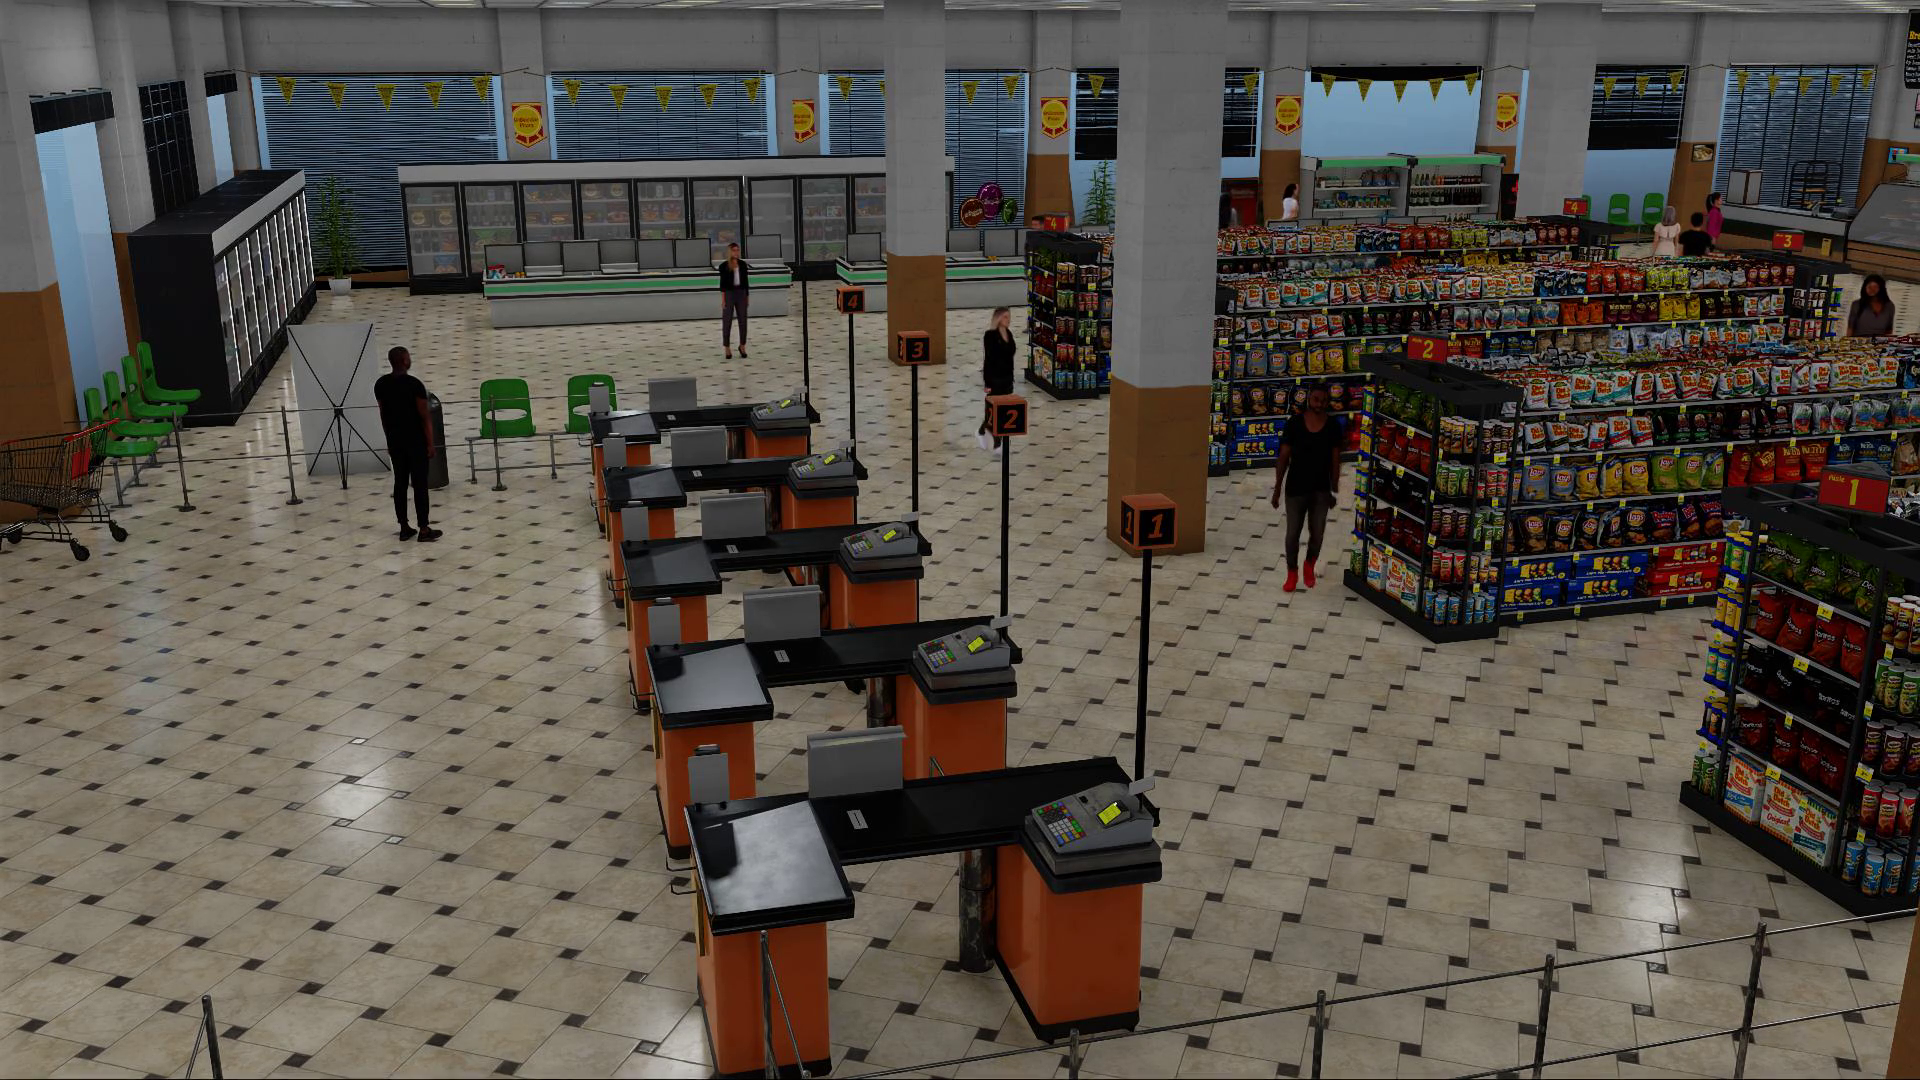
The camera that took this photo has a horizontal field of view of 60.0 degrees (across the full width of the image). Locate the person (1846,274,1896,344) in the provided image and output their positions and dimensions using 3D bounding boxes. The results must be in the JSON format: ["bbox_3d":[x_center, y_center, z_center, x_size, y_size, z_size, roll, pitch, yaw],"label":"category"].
[{"bbox_3d":[10.830,-2.268,19.898,0.771,1.820,0.852,6,18,18],"label":"person"}]

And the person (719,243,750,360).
[{"bbox_3d":[-3.277,-3.478,24.141,0.529,1.668,0.693,-8,19,-25],"label":"person"}]

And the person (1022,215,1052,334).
[{"bbox_3d":[1.251,-4.147,26.006,0.791,1.865,0.843,10,20,30],"label":"person"}]

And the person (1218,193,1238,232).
[{"bbox_3d":[4.924,-5.586,31.052,1.087,1.688,1.177,10,20,30],"label":"person"}]

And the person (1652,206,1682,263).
[{"bbox_3d":[12.107,-4.862,28.582,0.583,1.736,0.720,1,17,3],"label":"person"}]

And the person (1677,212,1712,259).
[{"bbox_3d":[11.593,-4.220,26.340,1.219,1.811,1.078,3,17,10],"label":"person"}]

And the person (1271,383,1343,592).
[{"bbox_3d":[2.936,-0.454,13.976,0.784,1.789,0.885,6,18,19],"label":"person"}]

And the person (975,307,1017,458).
[{"bbox_3d":[0.358,-1.747,18.429,0.815,1.676,0.857,-16,23,-42],"label":"person"}]

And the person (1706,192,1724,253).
[{"bbox_3d":[14.196,-5.713,31.451,0.721,1.698,0.682,6,18,19],"label":"person"}]

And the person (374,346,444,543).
[{"bbox_3d":[-5.101,-0.887,15.348,0.682,1.820,0.809,4,17,14],"label":"person"}]

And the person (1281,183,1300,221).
[{"bbox_3d":[6.257,-5.944,32.051,1.000,1.791,0.767,-8,19,-25],"label":"person"}]
